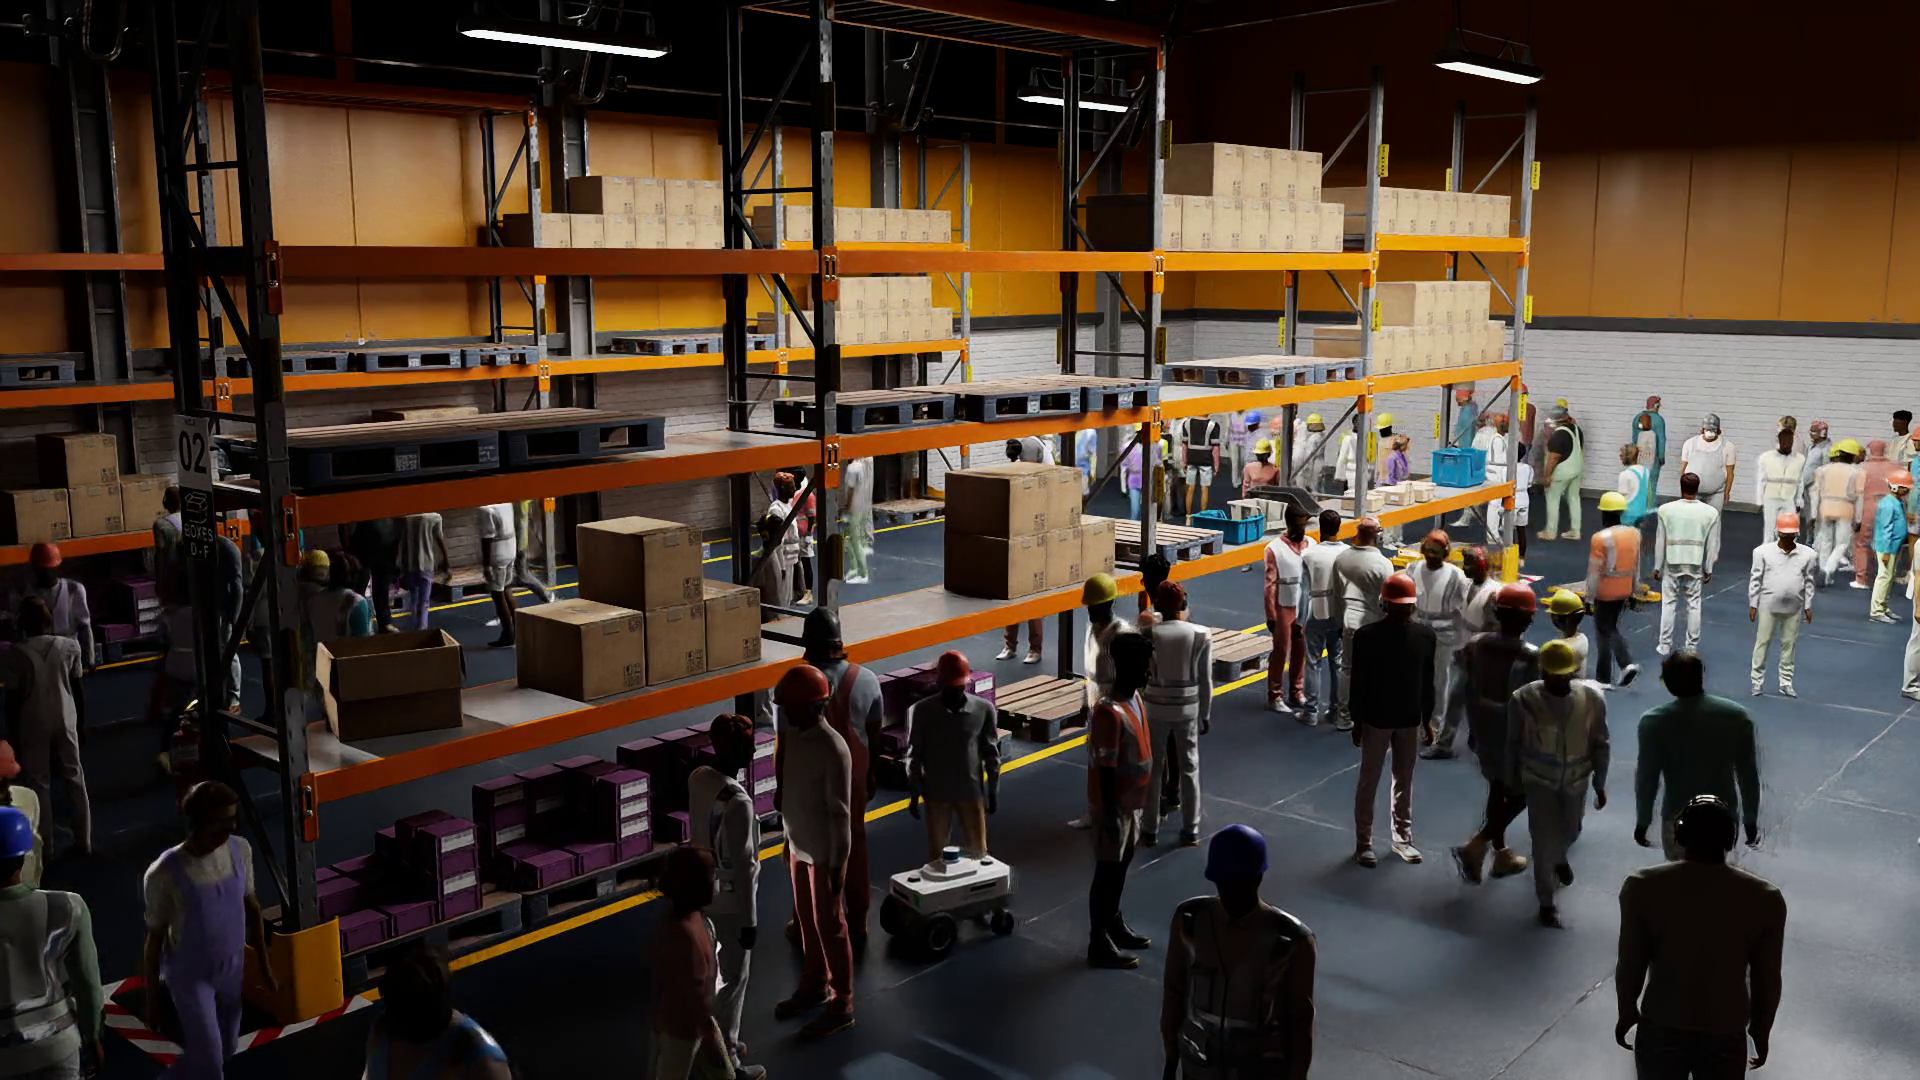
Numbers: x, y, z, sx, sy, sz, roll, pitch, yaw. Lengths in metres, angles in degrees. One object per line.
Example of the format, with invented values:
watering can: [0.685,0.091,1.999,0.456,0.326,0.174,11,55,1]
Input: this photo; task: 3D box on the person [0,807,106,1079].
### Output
person: [-3.720,2.007,6.580,0.616,1.945,0.398,-5,11,-29]

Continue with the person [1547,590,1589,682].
person: [4.276,1.227,11.782,0.328,1.765,0.528,6,11,32]

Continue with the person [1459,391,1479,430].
person: [8.658,-1.707,28.504,0.401,2.030,0.615,5,11,29]

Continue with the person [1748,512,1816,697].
person: [7.680,0.602,15.546,0.575,1.749,0.334,2,10,10]

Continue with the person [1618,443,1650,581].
person: [8.315,-0.294,20.681,0.533,1.824,0.449,-6,11,-32]

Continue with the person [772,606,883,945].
person: [-0.827,1.393,9.969,0.688,2.000,0.536,-5,11,-26]

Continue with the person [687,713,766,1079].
person: [-1.157,1.771,8.221,0.340,1.878,0.578,-6,11,-32]

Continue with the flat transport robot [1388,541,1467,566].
flat transport robot: [6.410,0.183,22.467,0.652,0.197,1.431,9,13,42]

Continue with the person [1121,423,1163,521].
person: [2.535,-0.761,23.217,0.602,1.914,0.436,0,10,-3]

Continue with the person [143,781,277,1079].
person: [-3.429,1.940,7.429,0.818,1.817,0.557,5,11,26]

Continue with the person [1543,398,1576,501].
person: [10.192,-1.538,28.303,0.525,1.762,0.340,2,10,10]

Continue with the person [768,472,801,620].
person: [-1.833,0.229,17.386,0.347,1.882,0.584,1,10,3]

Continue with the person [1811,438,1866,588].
person: [10.850,-0.320,20.607,0.674,1.907,0.603,-9,13,-43]

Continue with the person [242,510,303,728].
person: [-6.012,0.680,14.565,0.388,1.930,0.544,8,12,39]

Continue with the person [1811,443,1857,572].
person: [11.484,-0.430,21.884,0.846,1.693,0.490,2,10,13]

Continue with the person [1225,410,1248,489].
person: [5.061,-1.753,30.088,0.520,1.597,0.858,2,10,9]

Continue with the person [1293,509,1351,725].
person: [3.231,0.683,14.615,0.598,1.908,0.402,-3,10,-16]

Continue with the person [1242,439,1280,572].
person: [3.950,-0.441,21.744,0.526,1.765,0.329,3,10,17]

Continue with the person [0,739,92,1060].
person: [-4.860,1.820,8.422,0.915,1.705,0.580,5,11,26]

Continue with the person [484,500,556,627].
person: [-4.975,0.001,18.690,0.584,1.904,0.793,7,12,36]

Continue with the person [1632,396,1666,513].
person: [11.209,-1.389,26.989,0.406,1.905,0.636,-4,10,-21]

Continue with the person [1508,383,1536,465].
person: [9.594,-1.698,28.559,0.622,1.991,0.383,-5,11,-28]

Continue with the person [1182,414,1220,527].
person: [3.692,-1.187,25.426,0.611,2.030,0.410,5,11,29]

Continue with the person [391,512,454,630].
person: [-5.516,0.300,17.109,0.542,1.827,0.839,0,10,0]

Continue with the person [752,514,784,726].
person: [-1.684,0.692,14.670,0.309,1.868,0.535,1,10,7]

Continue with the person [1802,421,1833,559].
person: [11.753,-0.691,22.853,0.400,1.900,0.649,1,10,6]

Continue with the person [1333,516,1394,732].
person: [3.494,0.742,14.254,0.408,1.905,0.654,-6,11,-32]

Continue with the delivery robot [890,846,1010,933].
delivery robot: [-0.053,2.084,9.988,0.707,0.478,0.477,-6,11,-32]

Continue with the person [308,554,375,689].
person: [-4.799,1.027,12.795,0.647,1.828,0.630,6,11,31]

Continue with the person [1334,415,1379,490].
person: [5.857,-0.927,24.379,0.628,1.856,0.914,-2,10,-10]

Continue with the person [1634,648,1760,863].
person: [4.120,1.565,9.369,0.659,1.900,0.490,-1,10,-6]

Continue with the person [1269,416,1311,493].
person: [4.604,-0.783,23.363,0.628,1.939,0.922,6,11,31]

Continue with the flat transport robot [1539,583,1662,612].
flat transport robot: [7.615,0.641,19.730,1.431,0.197,0.652,-6,11,-32]

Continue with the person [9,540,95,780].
person: [-7.280,0.904,13.347,0.559,1.906,0.874,-7,12,-35]

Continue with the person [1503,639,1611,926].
person: [3.710,1.443,10.447,0.615,1.787,0.837,1,10,7]

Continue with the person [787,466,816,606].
person: [-1.928,-0.071,19.728,0.530,1.697,0.321,9,13,44]

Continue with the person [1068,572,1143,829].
person: [1.027,1.154,11.795,0.433,1.907,0.621,-3,10,-17]

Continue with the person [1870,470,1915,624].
person: [10.520,0.072,18.762,0.352,1.738,0.573,7,12,37]

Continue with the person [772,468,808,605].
person: [-2.009,-0.145,19.784,0.384,1.833,0.561,6,11,34]

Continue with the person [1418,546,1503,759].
person: [4.288,0.925,13.516,0.974,1.794,0.554,-1,10,-8]

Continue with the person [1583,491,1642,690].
person: [6.155,0.491,15.720,0.611,1.913,0.447,-5,11,-27]

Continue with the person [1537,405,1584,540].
person: [8.807,-1.009,24.309,0.715,2.000,0.541,-6,11,-34]
